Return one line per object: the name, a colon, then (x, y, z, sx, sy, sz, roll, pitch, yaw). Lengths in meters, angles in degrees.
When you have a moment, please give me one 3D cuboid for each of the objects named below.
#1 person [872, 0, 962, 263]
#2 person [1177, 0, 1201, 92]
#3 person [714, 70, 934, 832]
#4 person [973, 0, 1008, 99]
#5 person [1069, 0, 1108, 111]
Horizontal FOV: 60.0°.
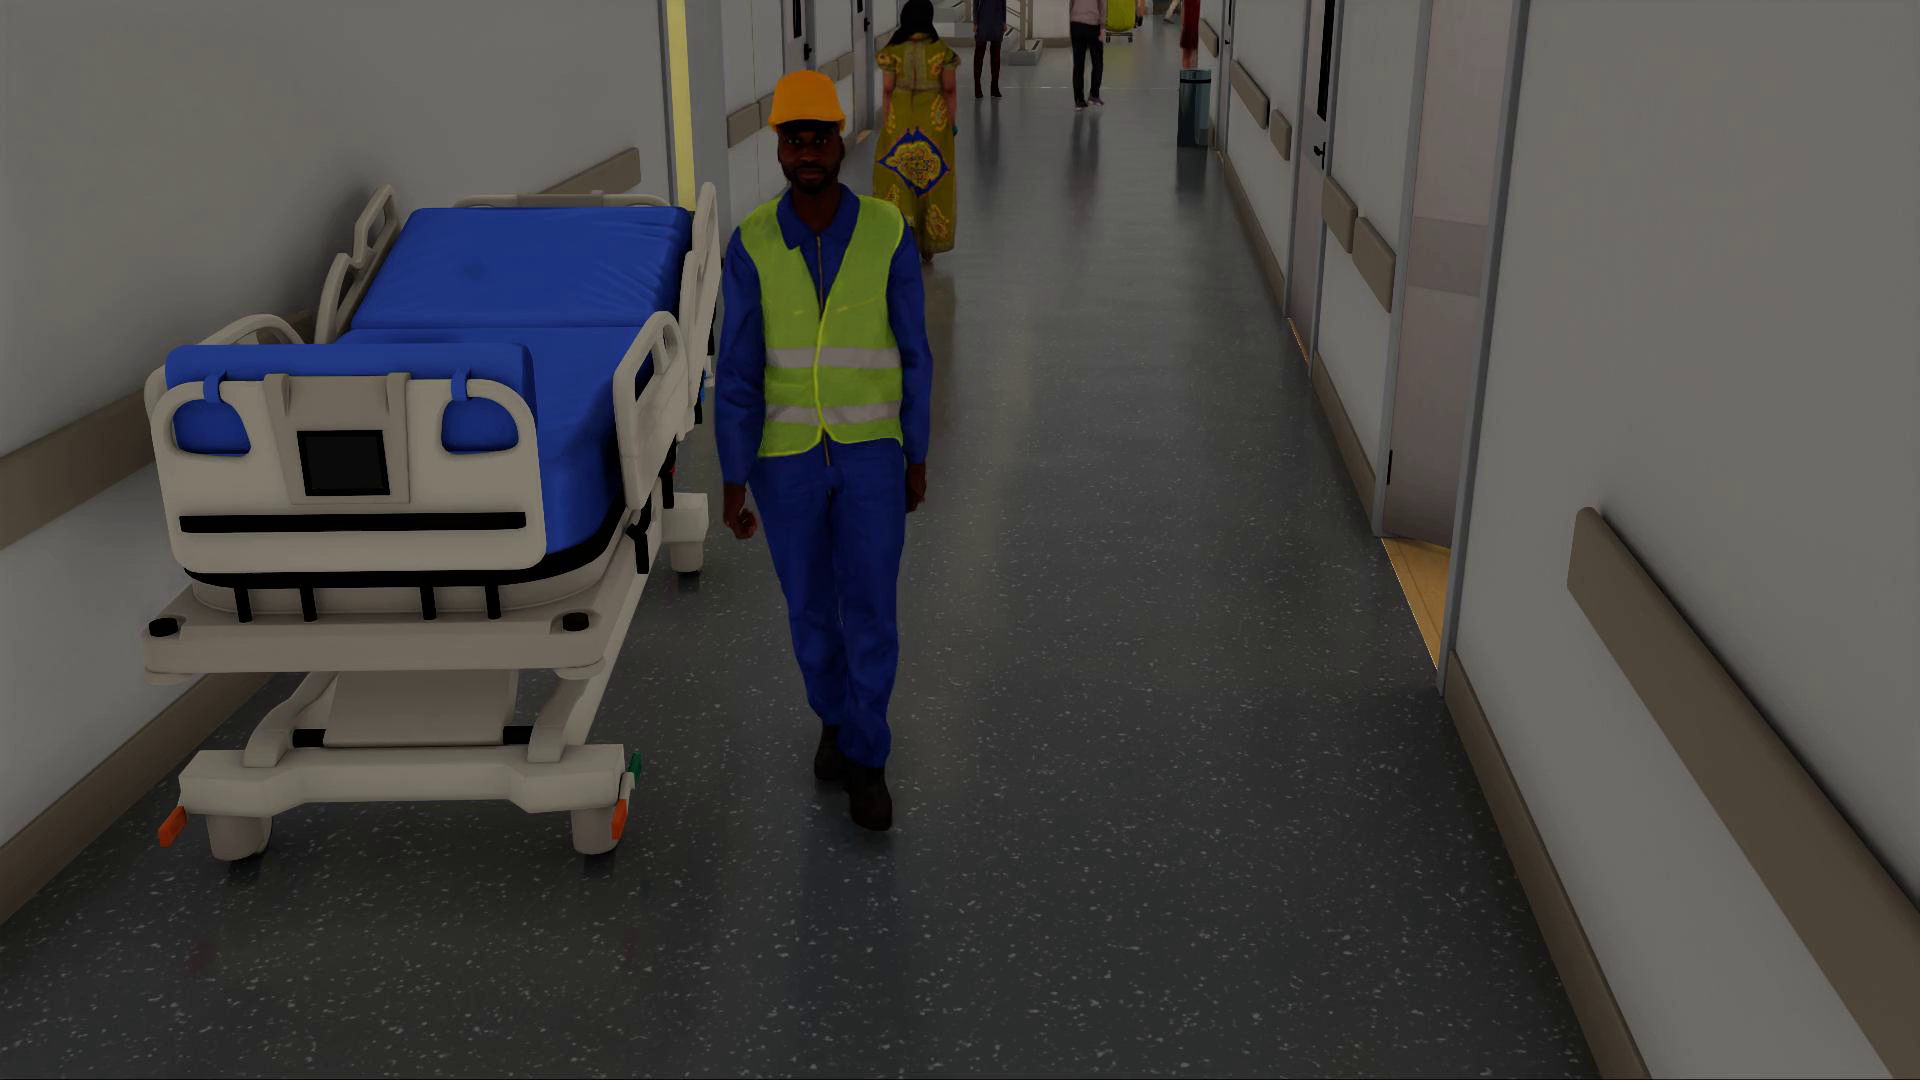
person: (-0.270, -2.572, 10.527, 0.786, 1.645, 0.860, -1, 21, -2)
person: (2.976, -6.413, 20.815, 0.919, 1.533, 0.848, 12, 24, 30)
person: (-0.327, -0.239, 4.160, 0.821, 1.792, 0.802, -1, 21, -2)
person: (0.354, -6.249, 20.142, 0.558, 1.710, 0.699, -6, 21, -14)
person: (1.392, -5.773, 18.770, 0.723, 1.792, 0.807, 9, 23, 22)
